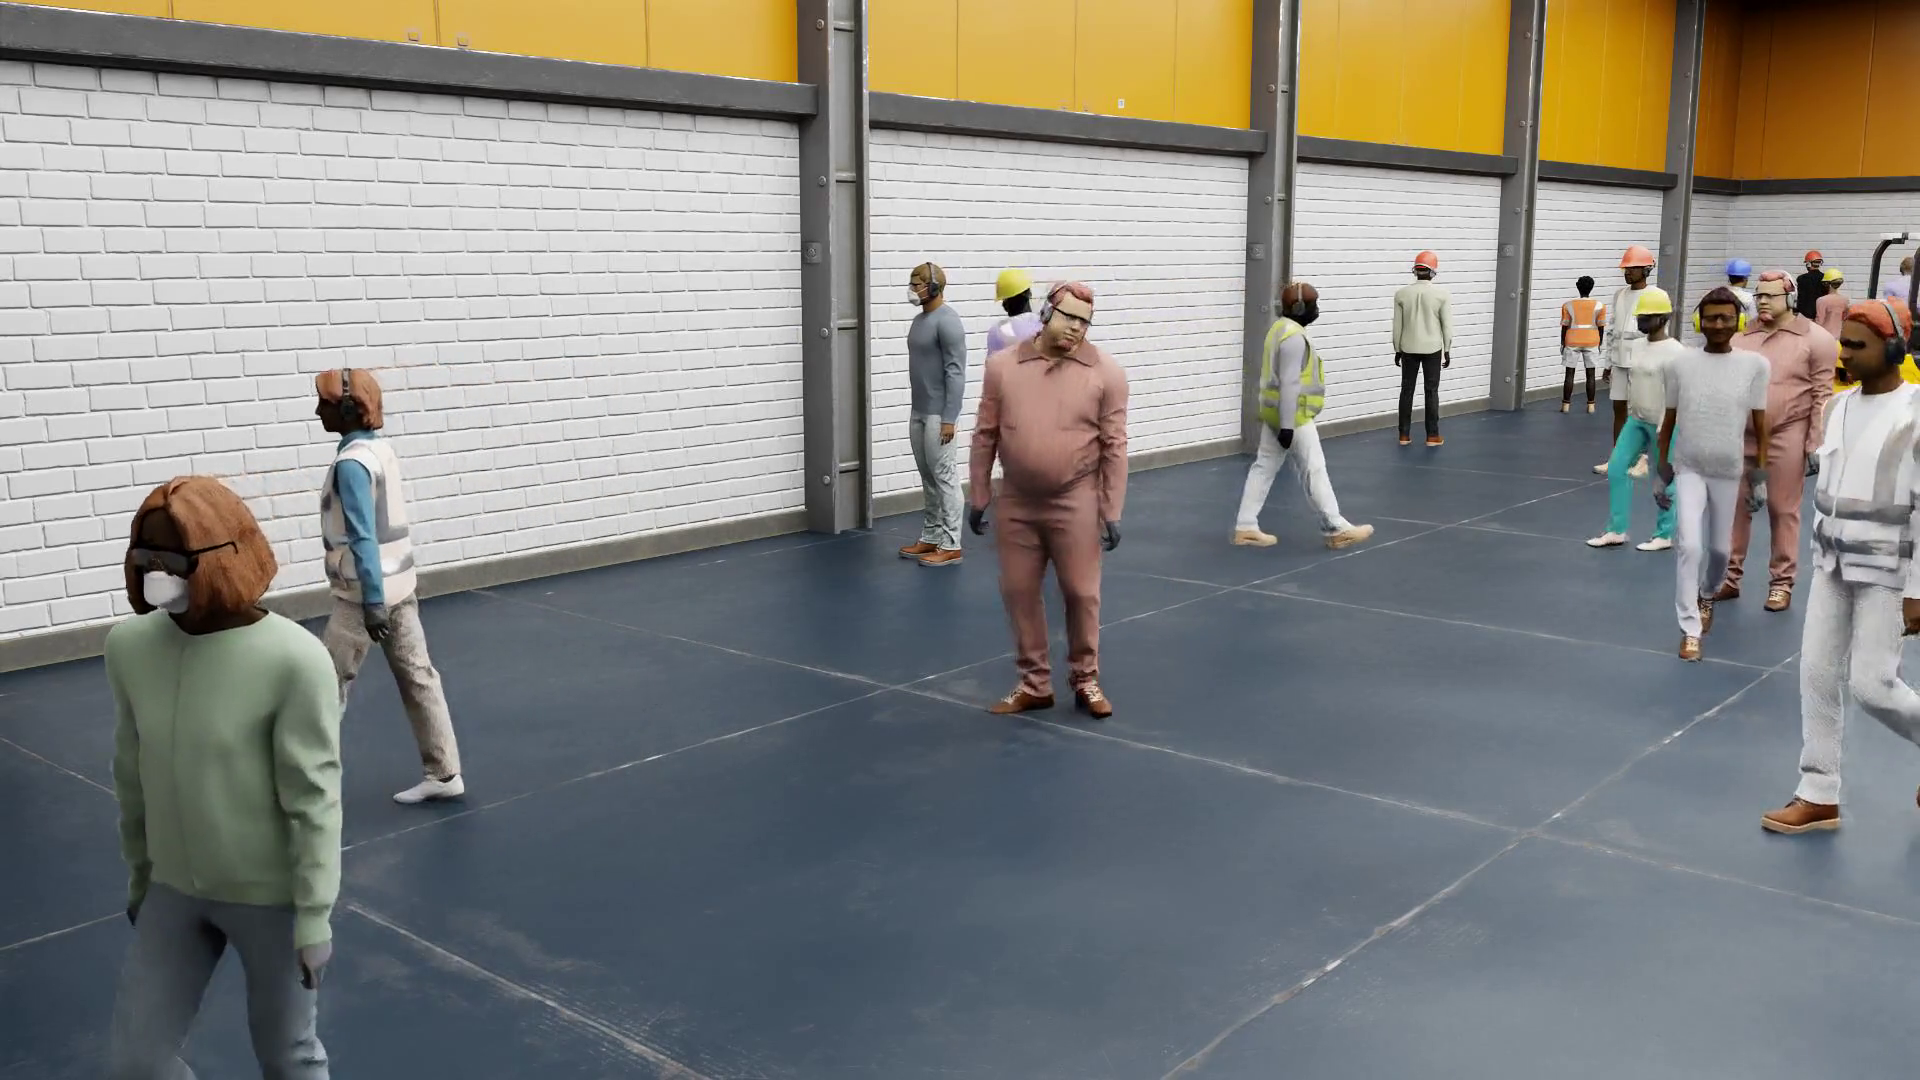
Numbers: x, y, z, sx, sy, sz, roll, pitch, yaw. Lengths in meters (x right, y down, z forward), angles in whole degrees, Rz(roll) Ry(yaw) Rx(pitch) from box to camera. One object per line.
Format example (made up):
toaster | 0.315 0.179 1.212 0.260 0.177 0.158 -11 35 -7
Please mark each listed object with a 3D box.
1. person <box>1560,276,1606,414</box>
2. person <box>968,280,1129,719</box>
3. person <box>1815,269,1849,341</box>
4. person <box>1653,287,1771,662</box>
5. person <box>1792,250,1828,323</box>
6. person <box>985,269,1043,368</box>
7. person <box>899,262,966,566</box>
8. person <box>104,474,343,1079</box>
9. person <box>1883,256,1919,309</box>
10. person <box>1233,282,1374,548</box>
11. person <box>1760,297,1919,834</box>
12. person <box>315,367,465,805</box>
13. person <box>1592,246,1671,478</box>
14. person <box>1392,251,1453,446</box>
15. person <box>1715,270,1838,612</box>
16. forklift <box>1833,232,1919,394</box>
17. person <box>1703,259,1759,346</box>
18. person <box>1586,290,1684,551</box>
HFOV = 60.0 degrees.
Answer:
person | 7.651 -2.396 20.456 0.531 1.690 0.322 3 10 18
person | 0.380 -0.154 7.145 0.699 1.894 0.439 3 11 19
person | 10.849 -2.497 20.804 0.533 1.768 0.310 -4 11 -23
person | 3.795 -0.356 8.411 0.521 1.847 0.841 4 11 21
person | 13.109 -3.459 25.655 0.613 1.988 0.402 -2 10 -12
person | 0.423 -0.891 11.337 0.635 1.876 0.821 -4 11 -22
person | -0.167 -0.804 10.670 0.352 1.937 0.635 -4 11 -23
person | -1.386 0.682 3.120 0.536 1.616 0.447 3 10 15
person | 12.705 -2.844 22.339 0.636 1.921 0.663 0 10 0
person | 2.308 -0.828 11.224 0.944 1.789 0.650 0 10 1
person | 3.163 0.105 5.697 0.650 1.868 0.577 -2 10 -14
person | -2.208 0.190 5.938 0.839 1.597 0.544 -1 10 -6
person | 5.946 -1.570 14.737 0.372 2.042 0.615 -5 11 -26
person | 4.755 -1.963 17.113 0.611 1.995 0.375 5 11 28
person | 4.522 -0.556 9.355 0.403 1.906 0.652 -9 13 -42
forklift | 9.955 -1.972 16.595 2.313 2.155 1.214 1 10 8
person | 8.061 -1.988 17.483 0.906 1.920 0.603 -4 11 -21
person | 4.505 -0.778 11.045 0.685 1.740 0.554 -3 10 -17
